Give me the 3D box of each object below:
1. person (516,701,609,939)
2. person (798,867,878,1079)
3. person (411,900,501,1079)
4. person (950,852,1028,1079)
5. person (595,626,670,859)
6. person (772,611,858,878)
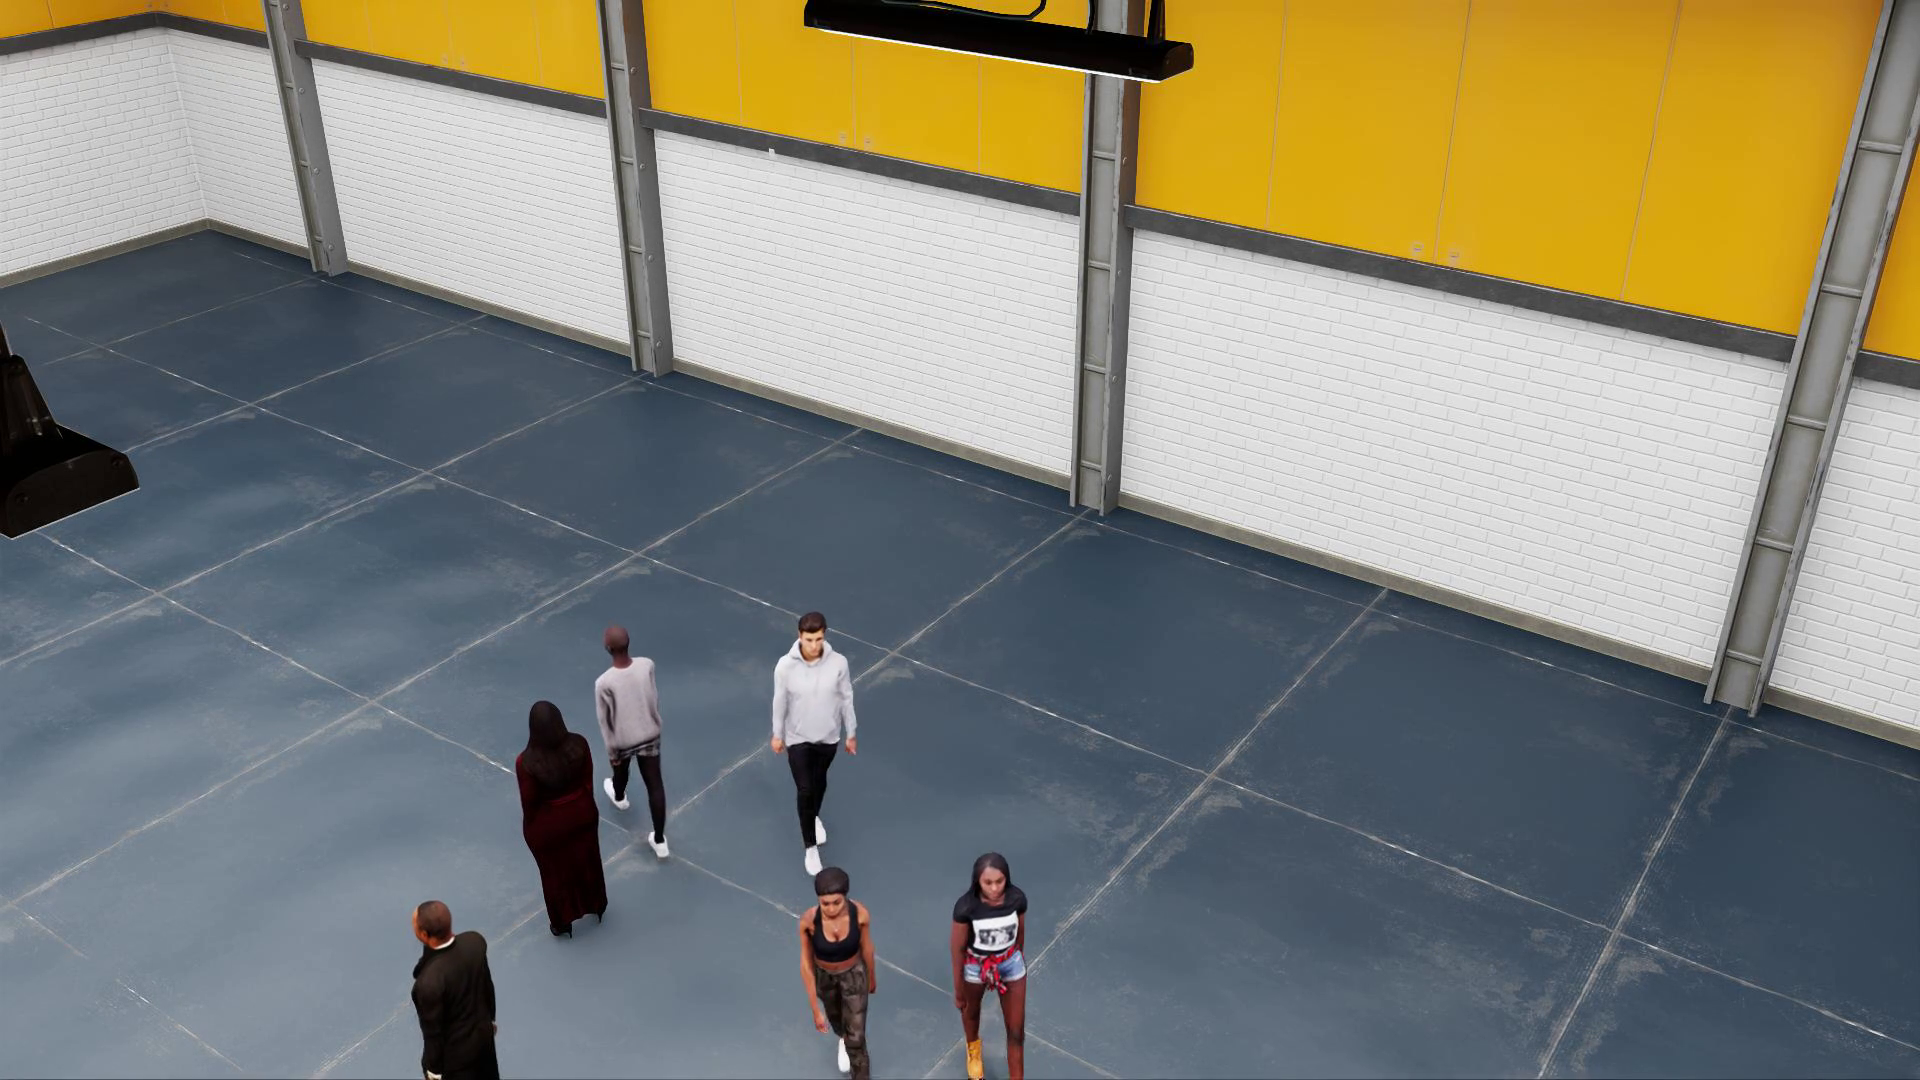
[{"bbox_3d":[-2.553,1.792,10.678,0.728,1.756,0.707,-22,35,-34],"label":"person"},{"bbox_3d":[-0.703,2.479,9.527,1.136,1.652,1.102,-2,29,-4],"label":"person"},{"bbox_3d":[-2.662,2.696,8.869,0.707,1.902,0.734,11,30,19],"label":"person"},{"bbox_3d":[0.144,2.435,9.561,0.980,1.697,1.066,-7,29,-12],"label":"person"},{"bbox_3d":[-2.190,1.412,11.399,0.948,1.733,1.215,-15,32,-26],"label":"person"},{"bbox_3d":[-1.040,1.280,11.462,1.000,1.904,1.089,-10,30,-17],"label":"person"}]
